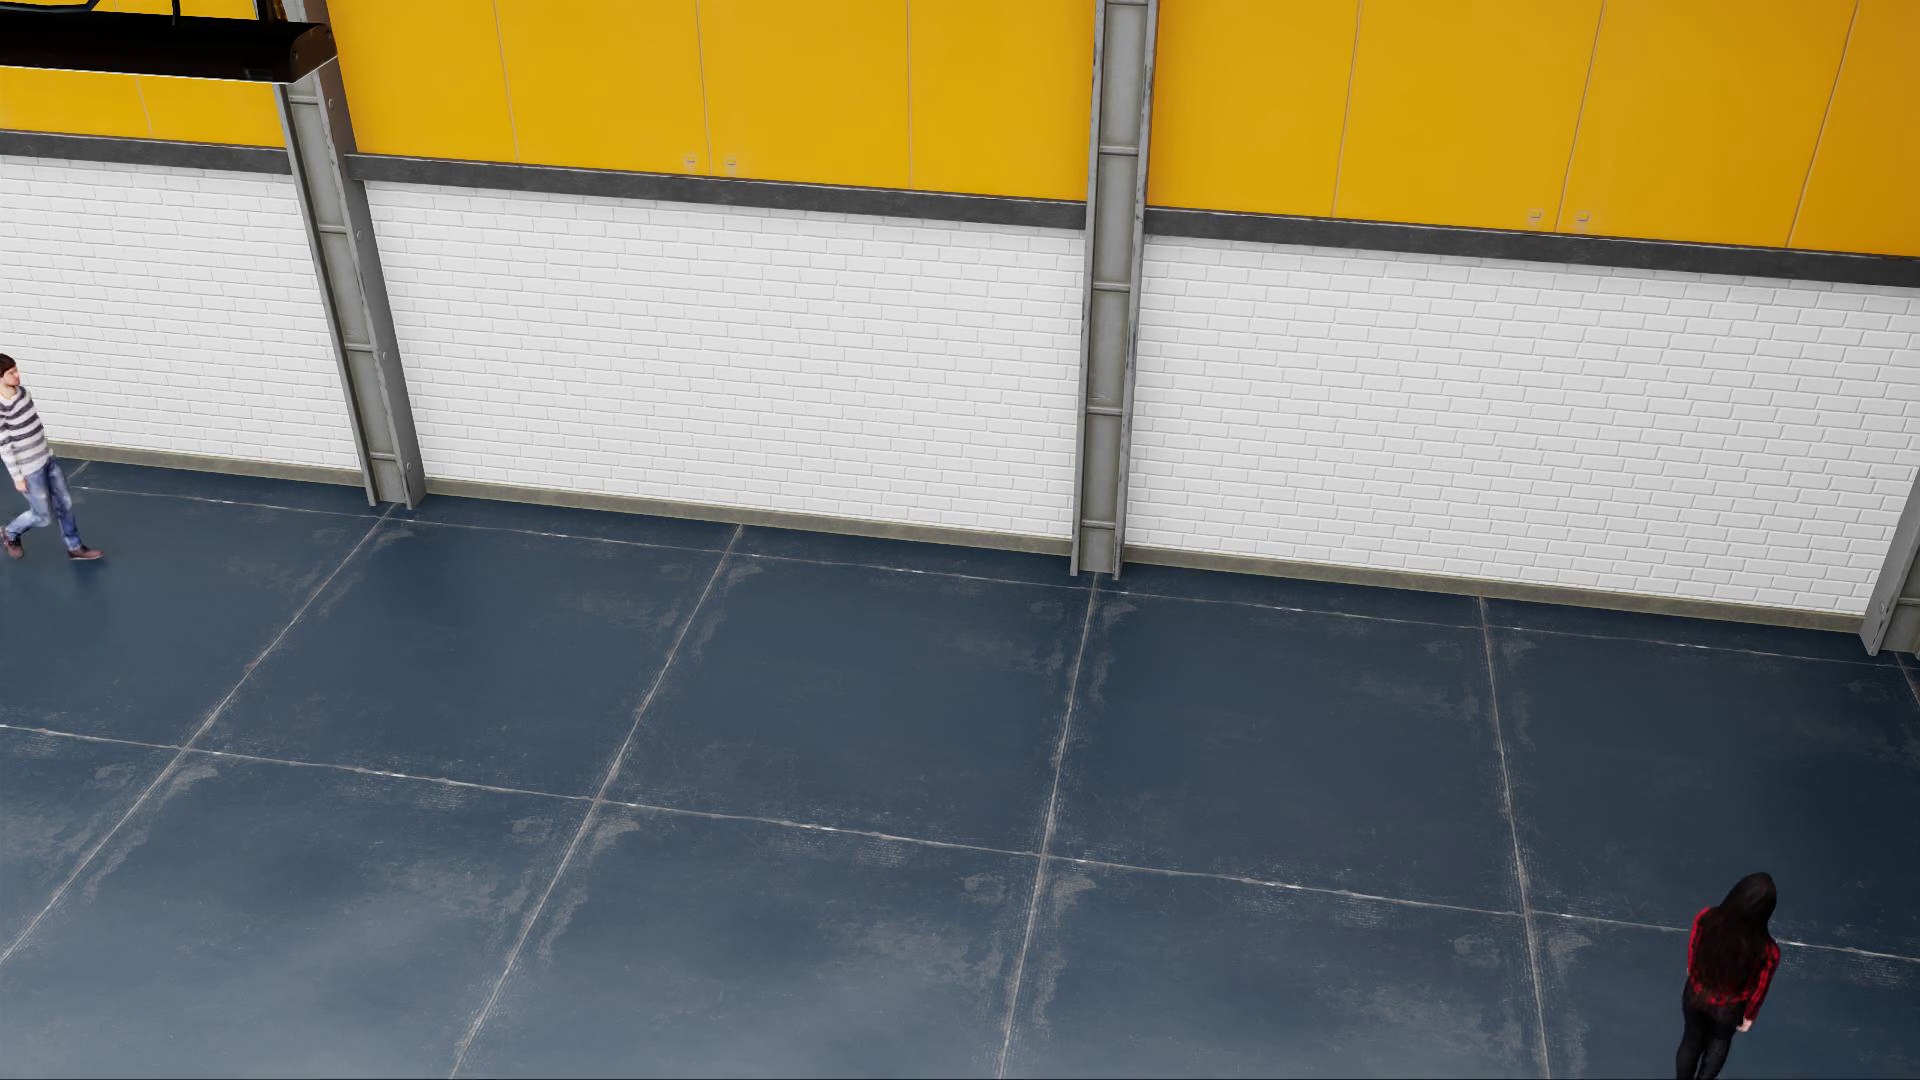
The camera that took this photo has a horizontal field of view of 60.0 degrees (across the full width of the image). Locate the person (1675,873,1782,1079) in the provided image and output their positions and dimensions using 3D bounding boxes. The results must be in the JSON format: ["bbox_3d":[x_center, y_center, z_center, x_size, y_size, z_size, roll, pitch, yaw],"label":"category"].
[{"bbox_3d":[3.871,2.421,8.576,0.686,1.641,0.760,23,40,30],"label":"person"}]

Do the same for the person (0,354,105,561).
[{"bbox_3d":[-7.297,-0.589,12.930,0.918,1.833,0.647,5,34,7],"label":"person"}]
